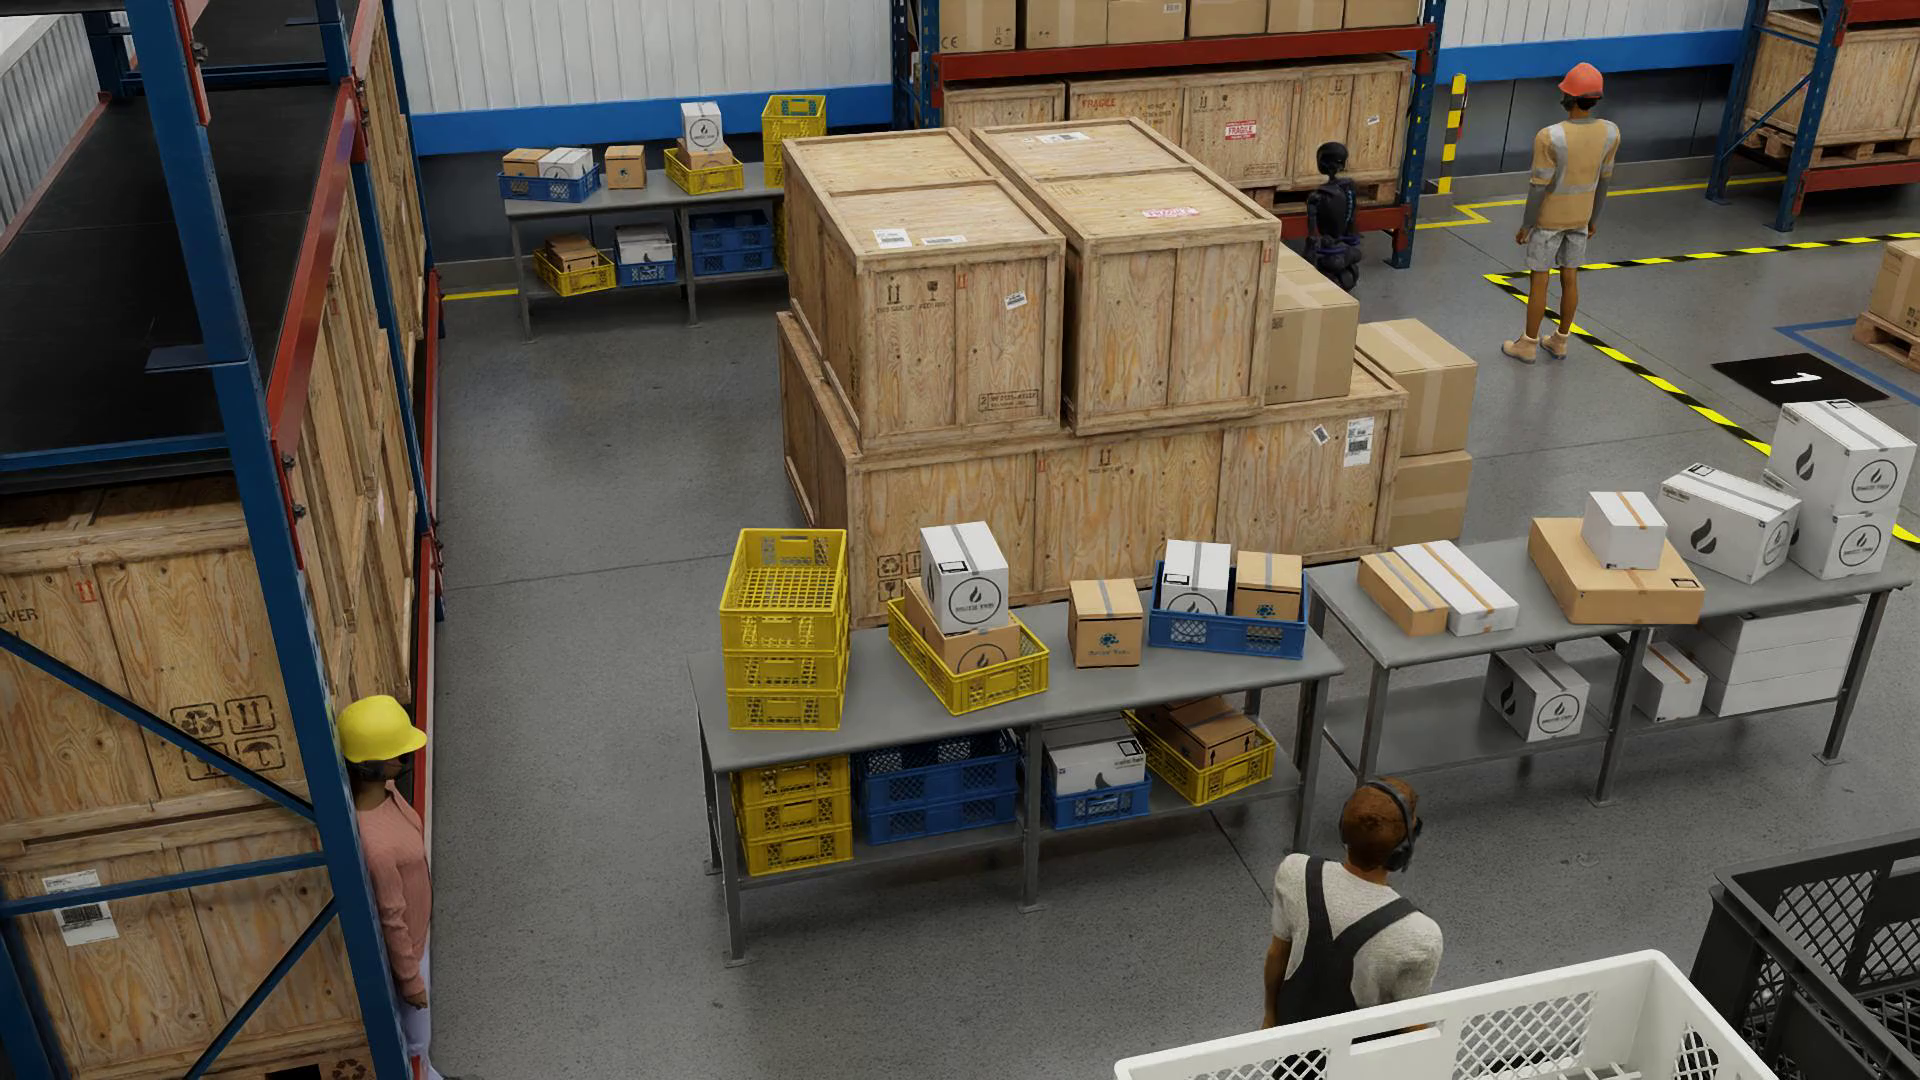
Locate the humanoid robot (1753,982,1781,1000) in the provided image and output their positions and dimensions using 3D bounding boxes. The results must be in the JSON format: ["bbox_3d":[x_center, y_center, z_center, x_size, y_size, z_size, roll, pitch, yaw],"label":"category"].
[{"bbox_3d":[1.532,1.926,4.122,0.972,1.765,0.538,-14,32,-23],"label":"humanoid robot"}]

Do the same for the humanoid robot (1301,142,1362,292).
[{"bbox_3d":[2.442,-1.779,10.894,0.384,1.646,0.603,25,38,38],"label":"humanoid robot"}]

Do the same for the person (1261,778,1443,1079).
[{"bbox_3d":[1.099,1.469,4.833,0.507,1.837,0.334,22,36,34],"label":"person"}]

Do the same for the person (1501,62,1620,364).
[{"bbox_3d":[4.054,-2.187,11.245,0.607,2.048,0.365,-8,30,-14],"label":"person"}]

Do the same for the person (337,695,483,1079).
[{"bbox_3d":[-1.763,1.253,5.300,0.337,1.761,0.522,-9,30,-17],"label":"person"}]
